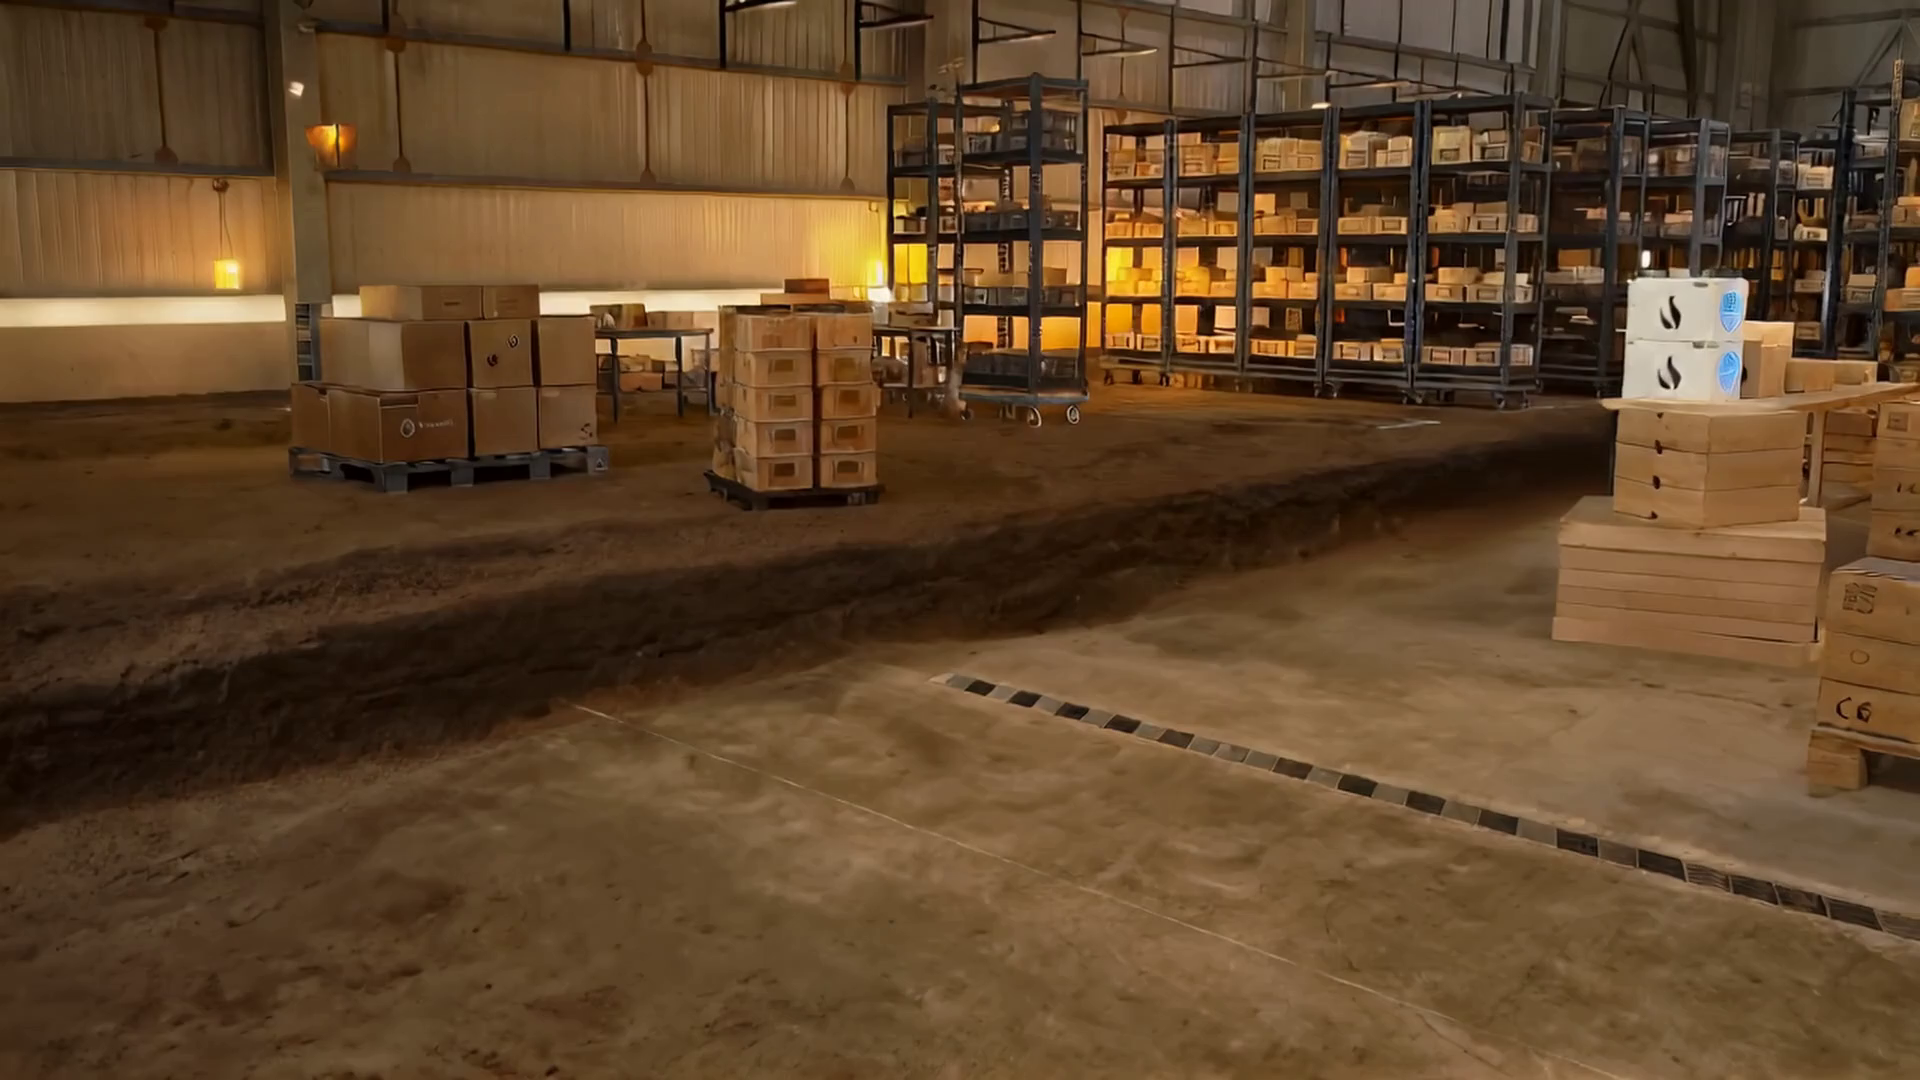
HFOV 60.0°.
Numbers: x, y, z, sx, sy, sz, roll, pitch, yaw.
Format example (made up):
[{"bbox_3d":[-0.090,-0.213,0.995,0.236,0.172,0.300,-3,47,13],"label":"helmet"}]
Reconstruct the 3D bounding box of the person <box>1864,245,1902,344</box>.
[{"bbox_3d":[13.669,-3.367,24.578,0.600,1.970,0.456,4,10,22],"label":"person"}]

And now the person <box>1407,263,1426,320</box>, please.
[{"bbox_3d":[8.869,-4.616,32.530,0.566,1.833,0.382,-1,9,-4],"label":"person"}]

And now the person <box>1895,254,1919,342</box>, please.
[{"bbox_3d":[13.704,-3.211,24.062,0.404,1.834,0.591,5,11,30],"label":"person"}]
